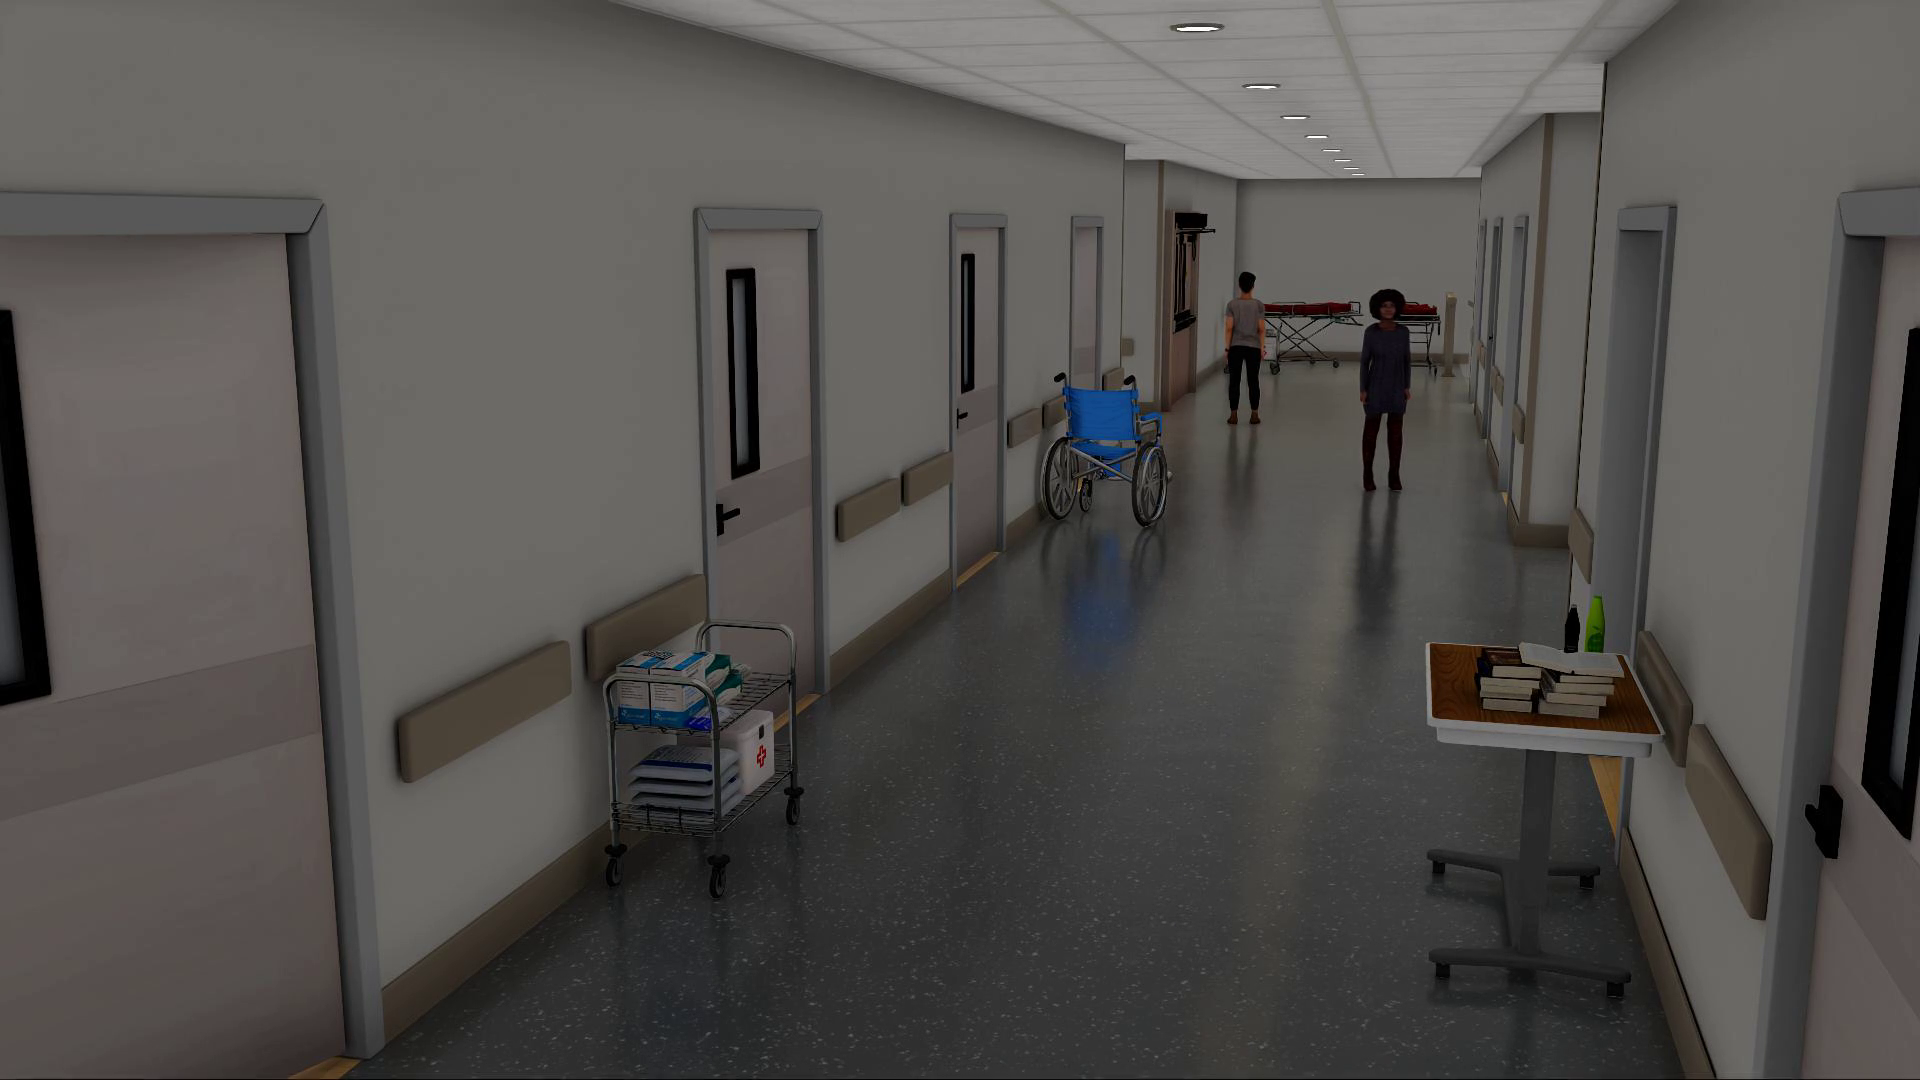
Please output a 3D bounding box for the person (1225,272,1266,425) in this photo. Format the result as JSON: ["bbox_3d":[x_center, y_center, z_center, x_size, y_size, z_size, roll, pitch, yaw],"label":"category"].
[{"bbox_3d":[3.240,-2.192,18.952,0.631,1.722,0.556,1,11,8],"label":"person"}]

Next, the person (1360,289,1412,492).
[{"bbox_3d":[3.620,-1.280,14.176,0.631,1.710,0.587,0,11,0],"label":"person"}]
